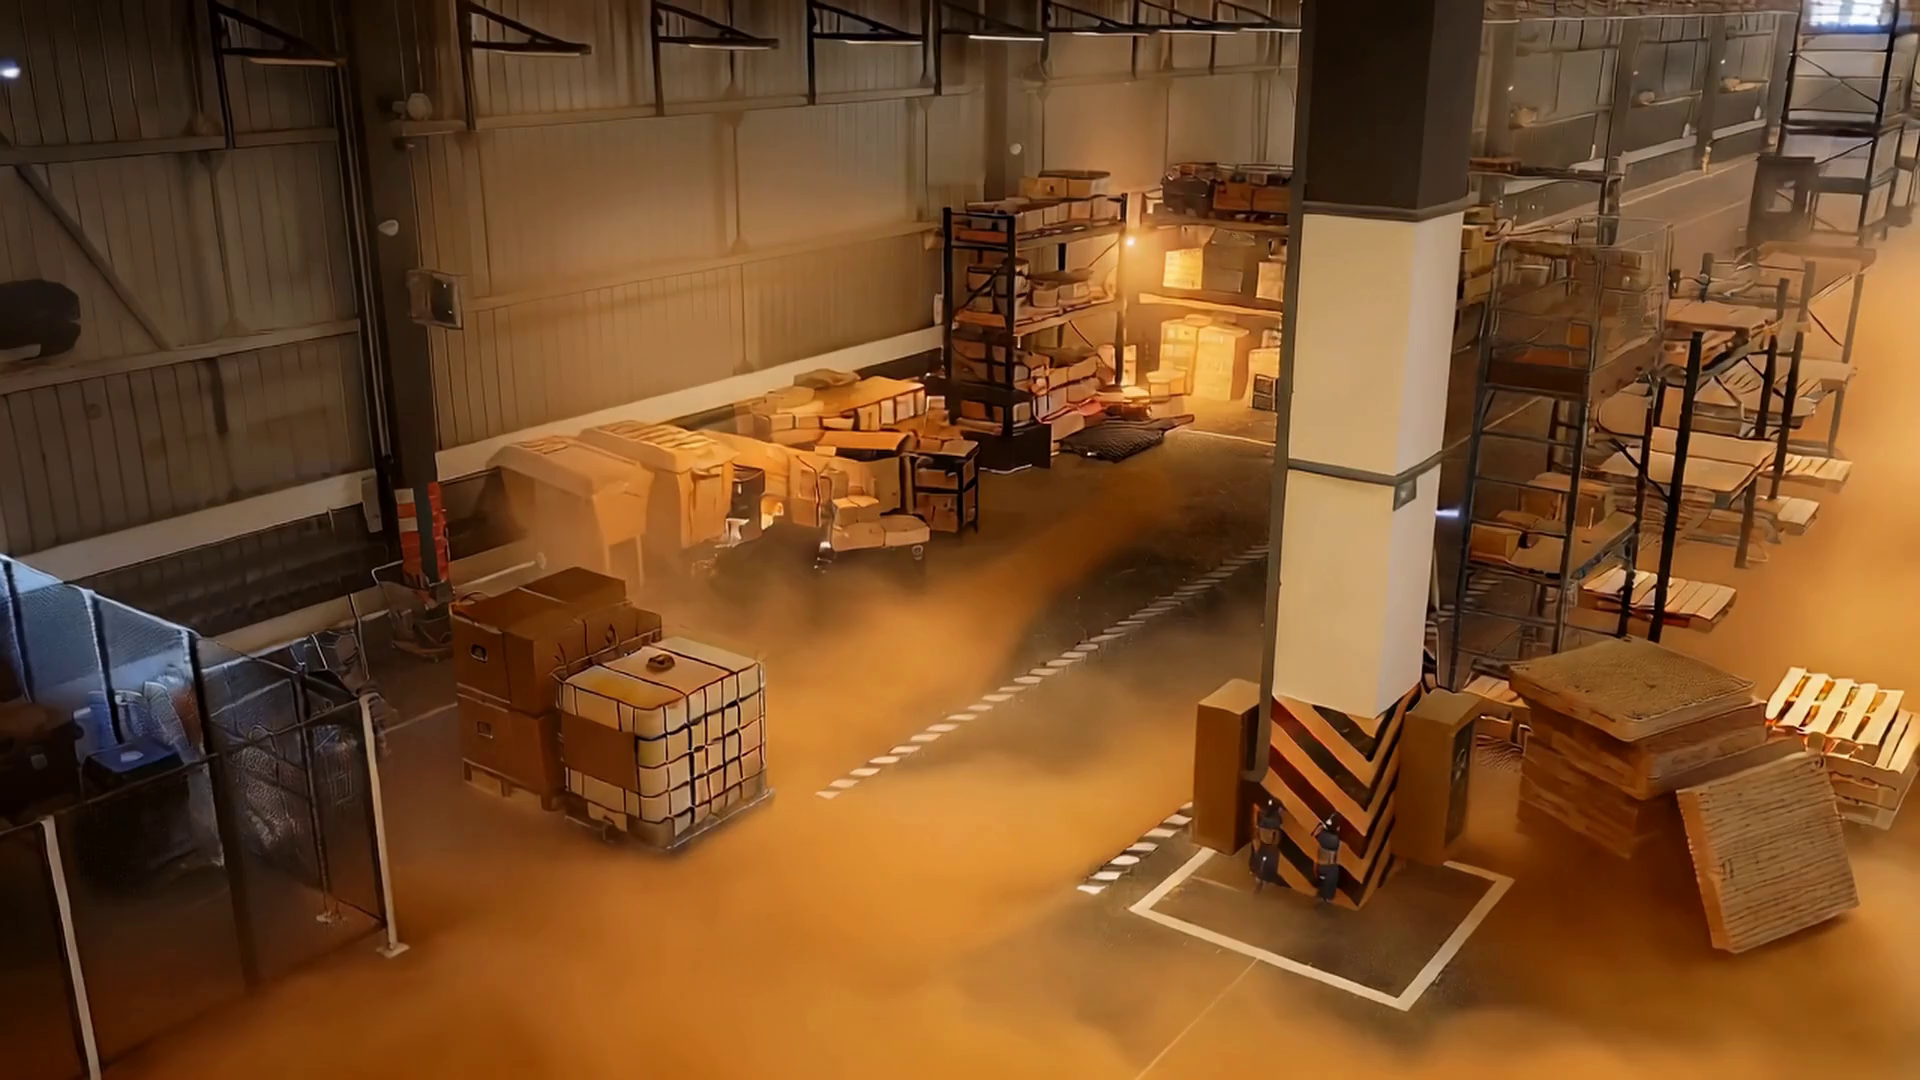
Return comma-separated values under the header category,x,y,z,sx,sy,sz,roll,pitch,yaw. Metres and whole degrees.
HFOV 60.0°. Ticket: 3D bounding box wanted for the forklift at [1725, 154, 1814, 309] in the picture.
category,x,y,z,sx,sy,sz,roll,pitch,yaw
forklift,15.588,-5.944,31.812,1.129,2.768,1.873,13,22,34
